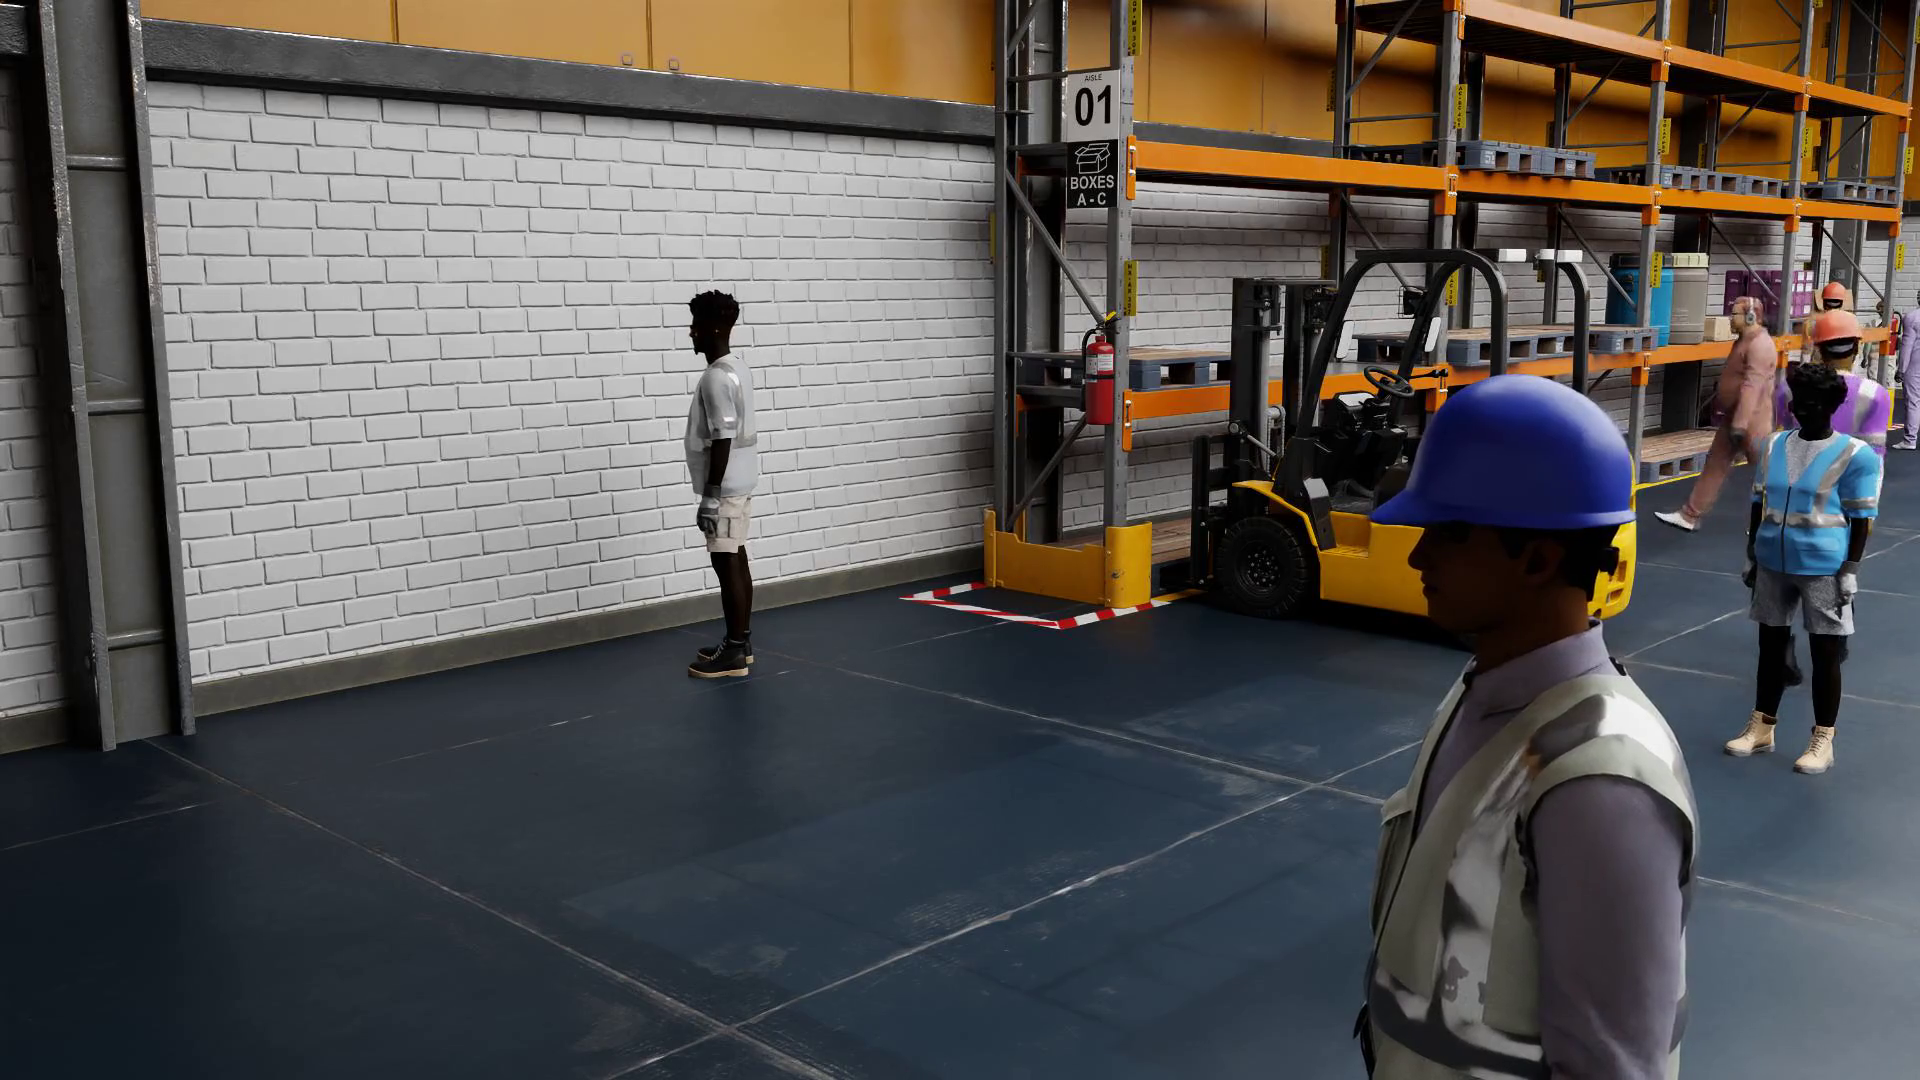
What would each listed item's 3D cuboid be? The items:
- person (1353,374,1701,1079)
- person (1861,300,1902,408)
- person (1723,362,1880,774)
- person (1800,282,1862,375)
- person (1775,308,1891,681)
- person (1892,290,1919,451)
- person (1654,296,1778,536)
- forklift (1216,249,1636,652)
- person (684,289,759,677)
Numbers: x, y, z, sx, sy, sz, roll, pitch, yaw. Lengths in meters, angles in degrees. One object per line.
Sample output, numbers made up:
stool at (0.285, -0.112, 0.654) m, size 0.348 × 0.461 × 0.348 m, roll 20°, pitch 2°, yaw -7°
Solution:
person at (0.676, 0.771, 2.071) m, size 0.391 × 1.948 × 0.606 m, roll 1°, pitch 9°, yaw 4°
person at (12.773, -2.499, 23.053) m, size 0.514 × 1.642 × 0.310 m, roll 1°, pitch 9°, yaw 3°
person at (3.492, 0.111, 6.895) m, size 0.319 × 1.693 × 0.532 m, roll -6°, pitch 11°, yaw -32°
person at (8.682, -1.603, 16.655) m, size 0.544 × 1.939 × 0.372 m, roll 3°, pitch 10°, yaw 17°
person at (4.380, -0.216, 8.449) m, size 0.534 × 1.859 × 1.035 m, roll 7°, pitch 11°, yaw 36°
person at (10.998, -1.972, 19.018) m, size 0.649 × 1.906 × 0.401 m, roll -1°, pitch 9°, yaw -6°
person at (5.977, -0.941, 12.840) m, size 0.980 × 1.850 × 0.669 m, roll 2°, pitch 9°, yaw 13°
forklift at (2.710, -0.584, 9.626) m, size 2.313 × 2.155 × 1.214 m, roll 9°, pitch 13°, yaw 43°
person at (-1.218, -0.285, 8.485) m, size 0.368 × 1.967 × 0.603 m, roll 0°, pitch 9°, yaw 2°
